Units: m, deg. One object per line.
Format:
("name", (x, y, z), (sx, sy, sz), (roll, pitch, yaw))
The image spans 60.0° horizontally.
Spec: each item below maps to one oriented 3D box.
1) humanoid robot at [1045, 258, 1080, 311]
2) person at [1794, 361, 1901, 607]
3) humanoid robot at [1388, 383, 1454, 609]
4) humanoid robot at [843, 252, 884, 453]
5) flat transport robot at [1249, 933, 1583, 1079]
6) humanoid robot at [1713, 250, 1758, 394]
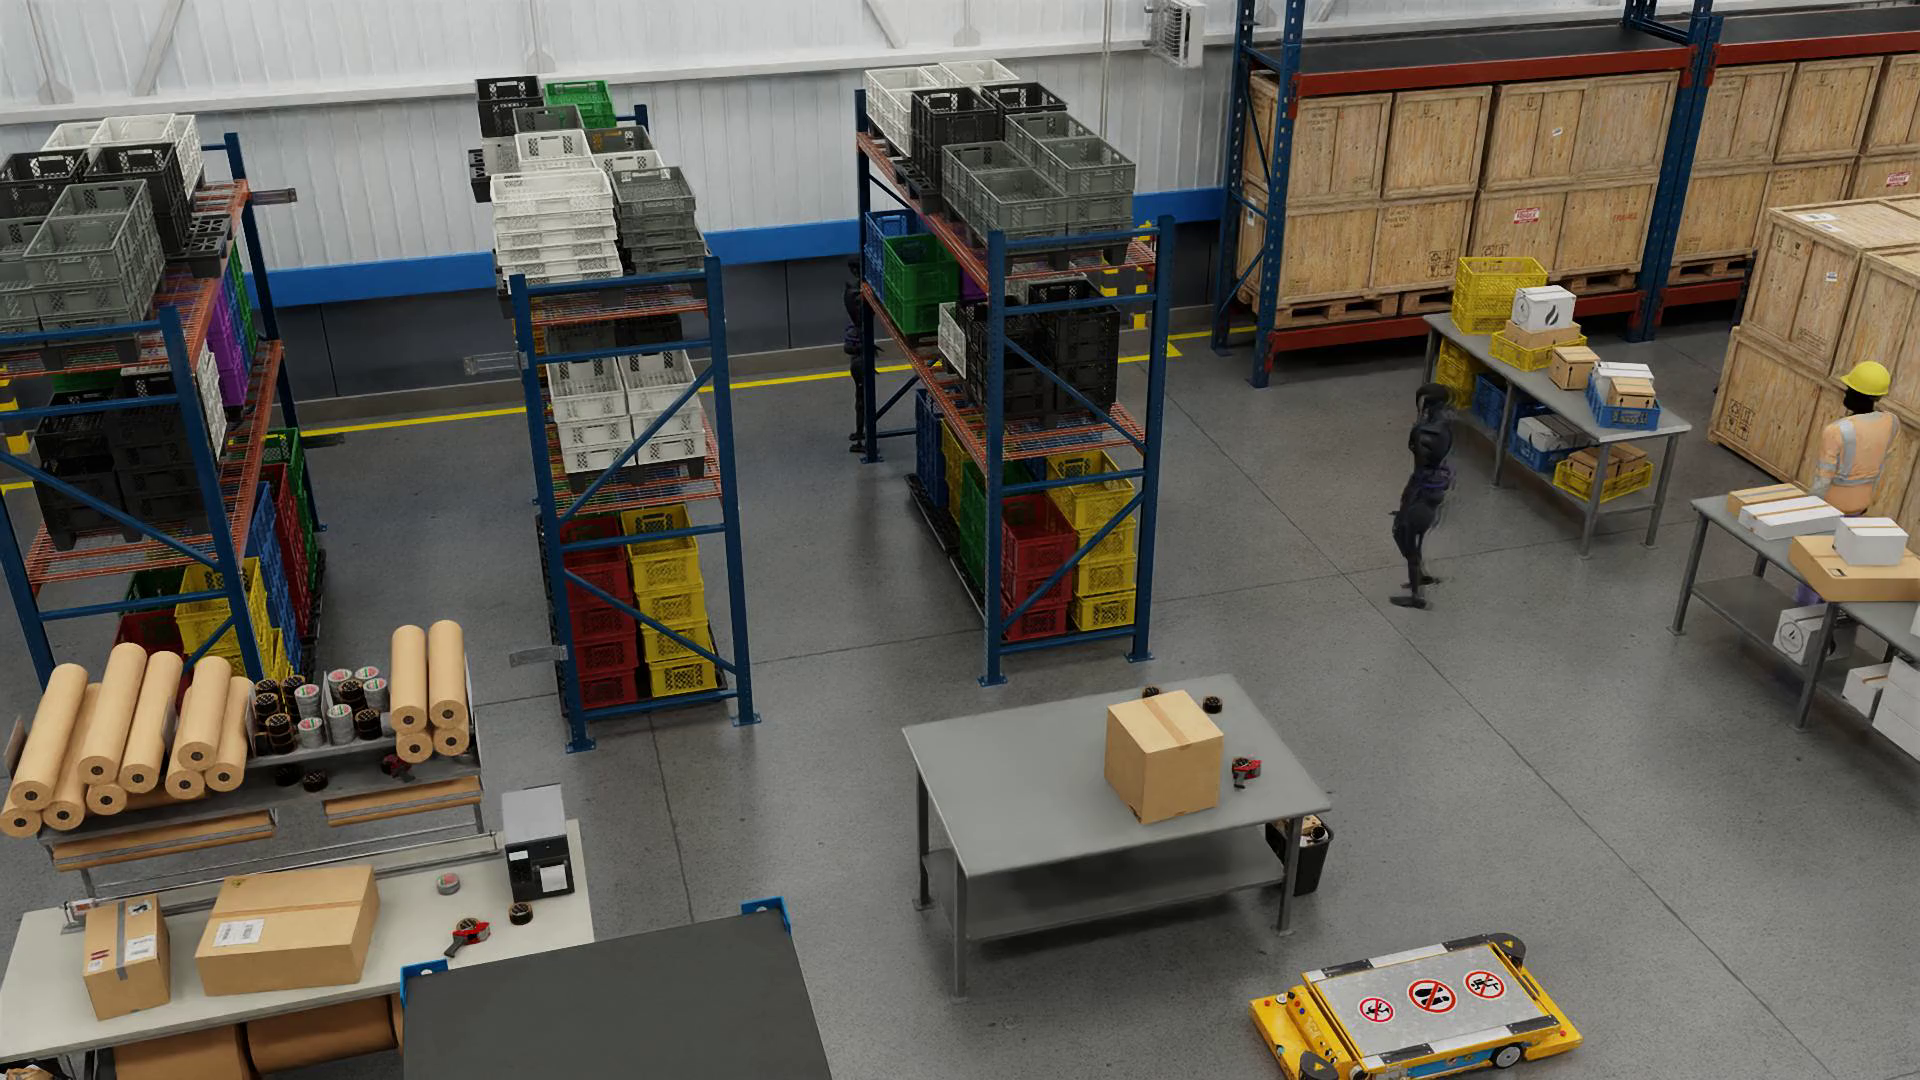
("humanoid robot", (0.744, -1.947, 14.227), (0.616, 1.657, 0.311), (3, 29, 6))
("person", (5.758, -0.268, 10.925), (0.586, 1.930, 0.356), (-11, 31, -20))
("humanoid robot", (3.105, -0.300, 11.241), (0.392, 1.656, 0.589), (12, 31, 20))
("humanoid robot", (-0.776, -1.528, 13.461), (0.314, 1.661, 0.610), (-1, 29, -1))
("flat transport robot", (2.184, 2.282, 7.980), (1.431, 0.197, 0.652), (-8, 30, -14))
("humanoid robot", (6.911, -1.984, 14.308), (0.573, 1.650, 0.335), (-5, 29, -8))
